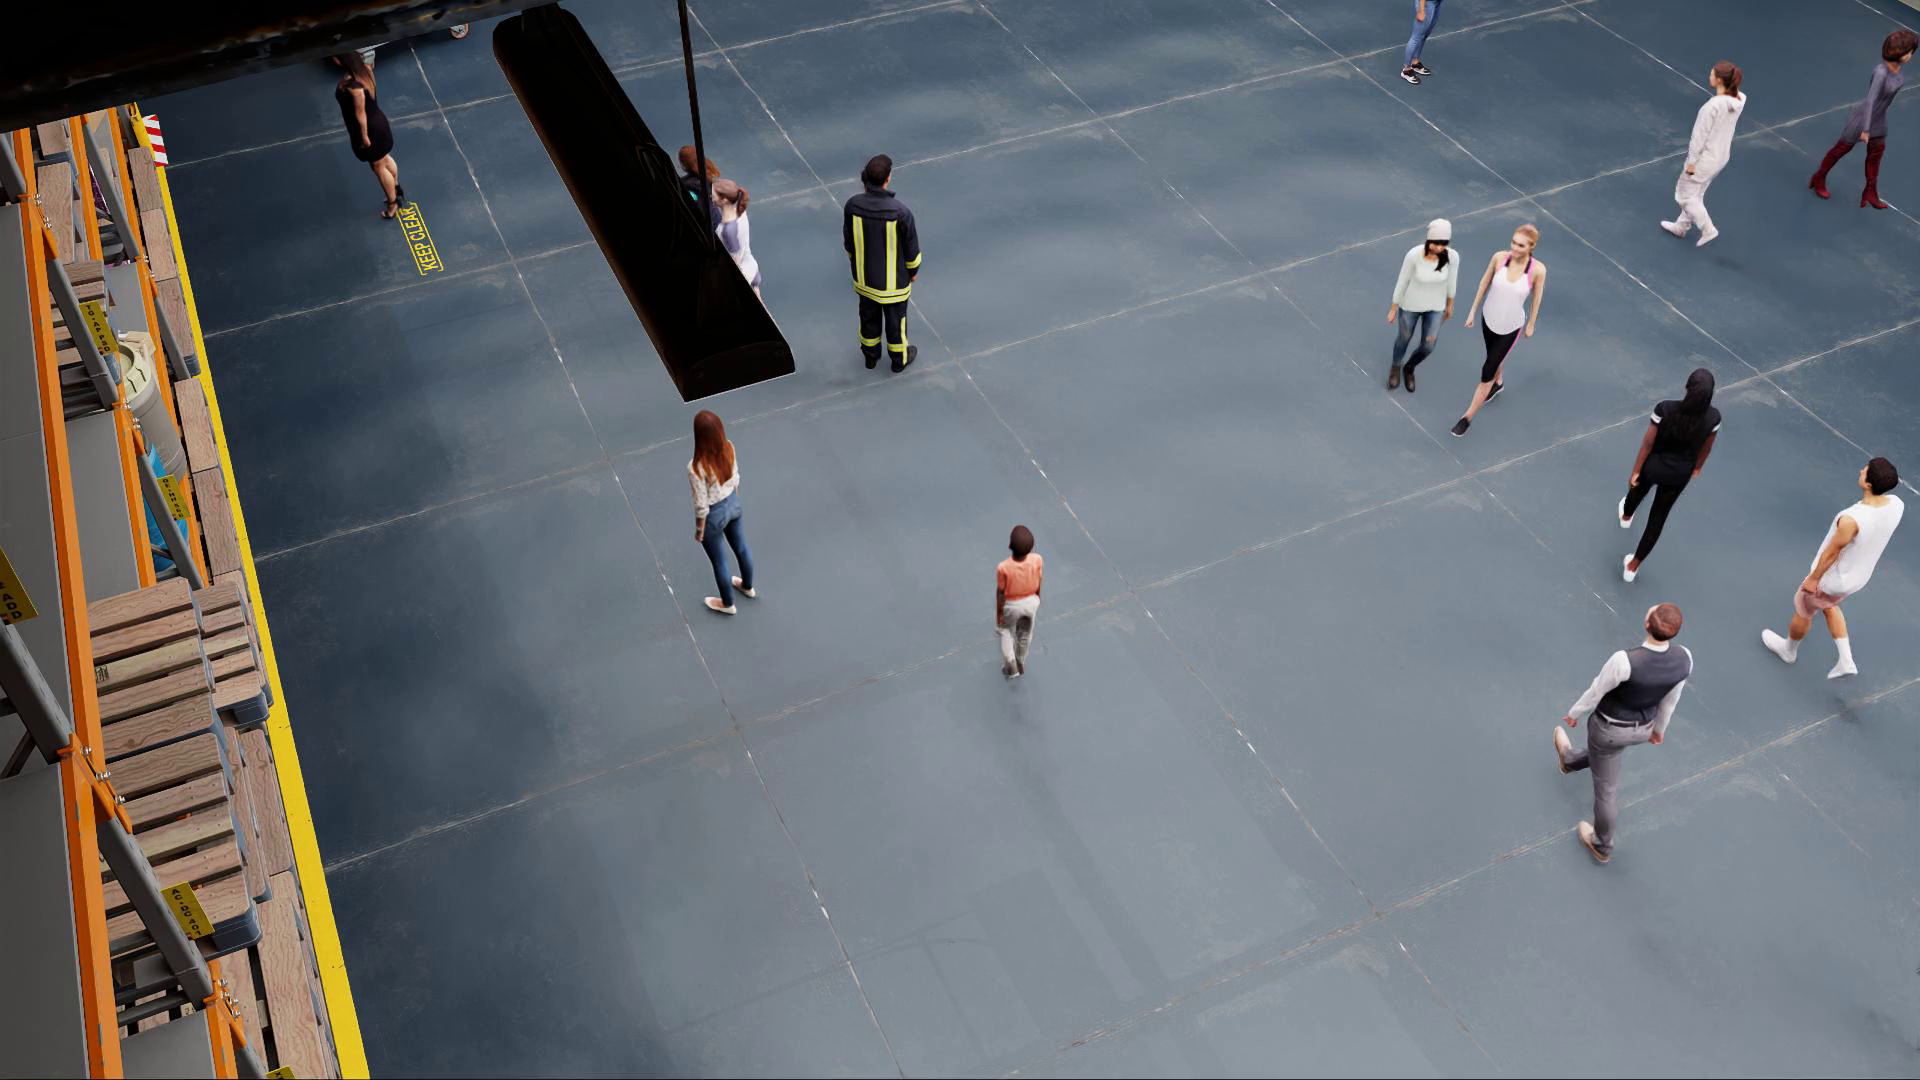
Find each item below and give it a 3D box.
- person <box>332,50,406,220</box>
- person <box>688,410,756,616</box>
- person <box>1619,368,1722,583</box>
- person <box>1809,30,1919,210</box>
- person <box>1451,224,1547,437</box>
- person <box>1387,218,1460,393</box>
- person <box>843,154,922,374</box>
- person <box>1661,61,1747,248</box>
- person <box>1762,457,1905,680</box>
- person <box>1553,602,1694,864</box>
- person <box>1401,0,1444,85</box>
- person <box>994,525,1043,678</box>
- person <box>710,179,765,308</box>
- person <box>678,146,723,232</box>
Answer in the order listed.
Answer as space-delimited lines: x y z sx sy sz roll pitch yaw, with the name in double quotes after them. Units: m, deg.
-5.302 -3.702 14.961 0.777 1.716 0.646 -4 44 -4 "person"
-1.624 -0.188 11.263 0.646 1.728 0.647 29 51 27 "person"
4.887 -0.415 11.526 1.043 1.696 1.125 12 45 13 "person"
8.181 -3.860 15.150 0.741 1.685 0.990 -27 50 -26 "person"
4.219 -1.700 12.839 1.104 1.744 0.955 32 52 29 "person"
3.641 -1.883 13.111 0.794 1.634 0.832 5 44 5 "person"
-0.619 -2.180 13.210 0.886 1.927 0.939 13 45 13 "person"
6.639 -3.333 14.611 0.694 1.665 0.879 -25 49 -24 "person"
5.757 0.251 10.769 0.652 1.776 0.894 -17 46 -17 "person"
3.907 1.161 9.725 0.892 1.897 1.246 -8 44 -8 "person"
4.768 -5.468 16.888 0.725 1.616 0.699 29 51 27 "person"
0.401 0.446 10.907 0.544 1.302 0.612 -9 44 -9 "person"
-1.674 -2.086 13.248 0.962 1.739 0.950 9 44 10 "person"
-2.177 -2.656 14.019 0.748 1.501 0.683 11 45 11 "person"
